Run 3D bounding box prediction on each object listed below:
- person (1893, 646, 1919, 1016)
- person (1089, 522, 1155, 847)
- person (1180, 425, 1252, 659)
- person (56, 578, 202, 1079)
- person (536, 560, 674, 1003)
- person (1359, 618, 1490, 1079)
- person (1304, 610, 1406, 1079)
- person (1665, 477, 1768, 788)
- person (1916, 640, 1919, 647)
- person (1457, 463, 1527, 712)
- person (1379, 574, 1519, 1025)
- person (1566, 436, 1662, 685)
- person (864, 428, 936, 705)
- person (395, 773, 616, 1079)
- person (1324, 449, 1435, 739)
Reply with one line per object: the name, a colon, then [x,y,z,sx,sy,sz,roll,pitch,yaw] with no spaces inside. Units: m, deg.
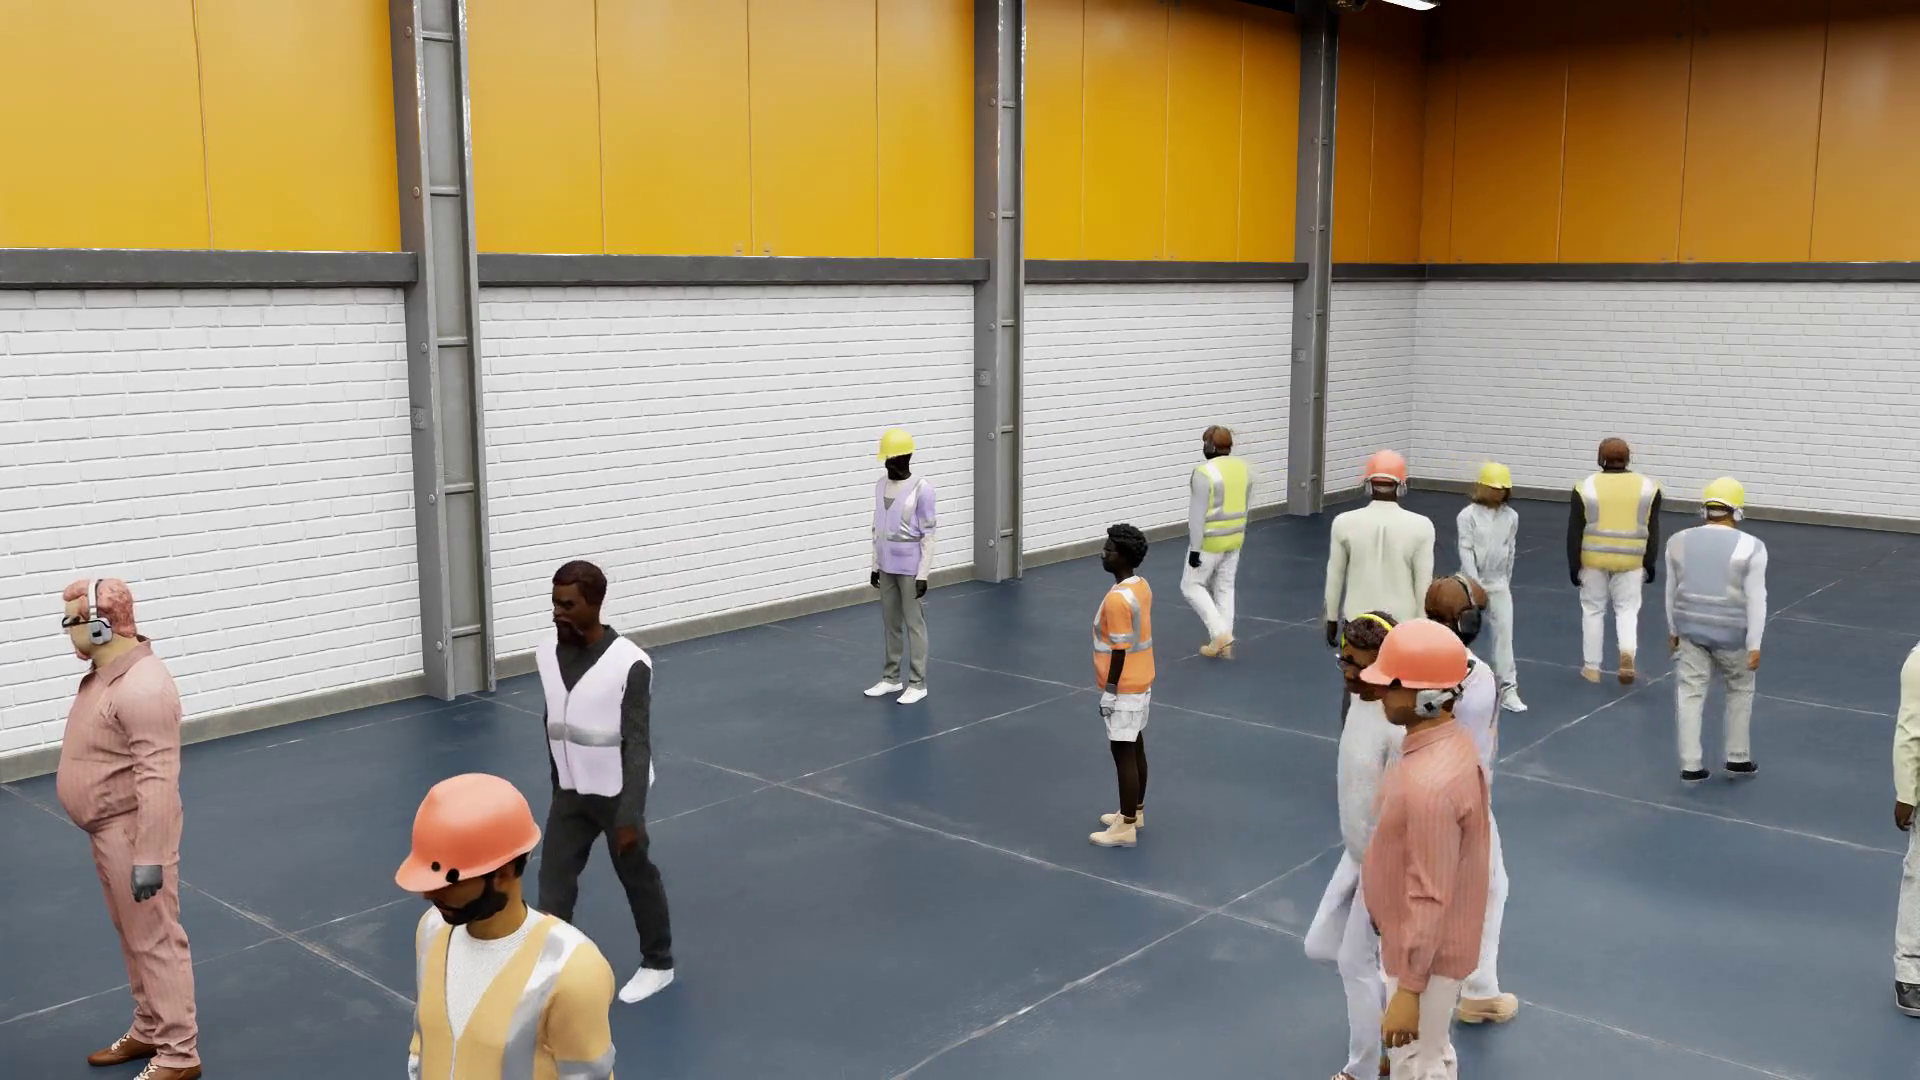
person: [4.048,1.012,6.647,0.586,1.835,0.403,1,9,8]
person: [0.852,0.751,8.709,0.318,1.700,0.535,3,10,18]
person: [1.977,0.028,12.842,0.650,1.829,0.434,-8,12,-40]
person: [-3.043,1.074,6.050,0.402,1.902,0.652,-7,11,-37]
person: [-1.482,1.009,6.556,0.614,1.862,0.987,6,11,32]
person: [1.375,1.208,4.992,0.382,1.986,0.690,3,10,19]
person: [1.452,1.134,5.868,0.456,1.839,0.546,0,9,-2]
person: [4.459,0.528,9.770,0.610,1.802,0.726,9,13,44]
person: [5.578,0.552,9.271,0.474,1.918,0.642,2,9,14]
person: [3.653,0.297,11.587,0.479,1.693,0.887,-1,9,-9]
person: [1.967,1.026,6.600,0.701,1.815,0.629,-5,10,-28]
person: [4.705,0.164,12.002,0.641,1.826,0.616,2,9,13]
person: [-0.419,0.178,11.606,0.586,1.925,0.369,9,13,44]
person: [-1.016,1.440,3.667,0.542,1.930,0.374,5,10,29]
person: [2.442,0.456,9.736,0.622,1.970,0.859,3,10,18]
